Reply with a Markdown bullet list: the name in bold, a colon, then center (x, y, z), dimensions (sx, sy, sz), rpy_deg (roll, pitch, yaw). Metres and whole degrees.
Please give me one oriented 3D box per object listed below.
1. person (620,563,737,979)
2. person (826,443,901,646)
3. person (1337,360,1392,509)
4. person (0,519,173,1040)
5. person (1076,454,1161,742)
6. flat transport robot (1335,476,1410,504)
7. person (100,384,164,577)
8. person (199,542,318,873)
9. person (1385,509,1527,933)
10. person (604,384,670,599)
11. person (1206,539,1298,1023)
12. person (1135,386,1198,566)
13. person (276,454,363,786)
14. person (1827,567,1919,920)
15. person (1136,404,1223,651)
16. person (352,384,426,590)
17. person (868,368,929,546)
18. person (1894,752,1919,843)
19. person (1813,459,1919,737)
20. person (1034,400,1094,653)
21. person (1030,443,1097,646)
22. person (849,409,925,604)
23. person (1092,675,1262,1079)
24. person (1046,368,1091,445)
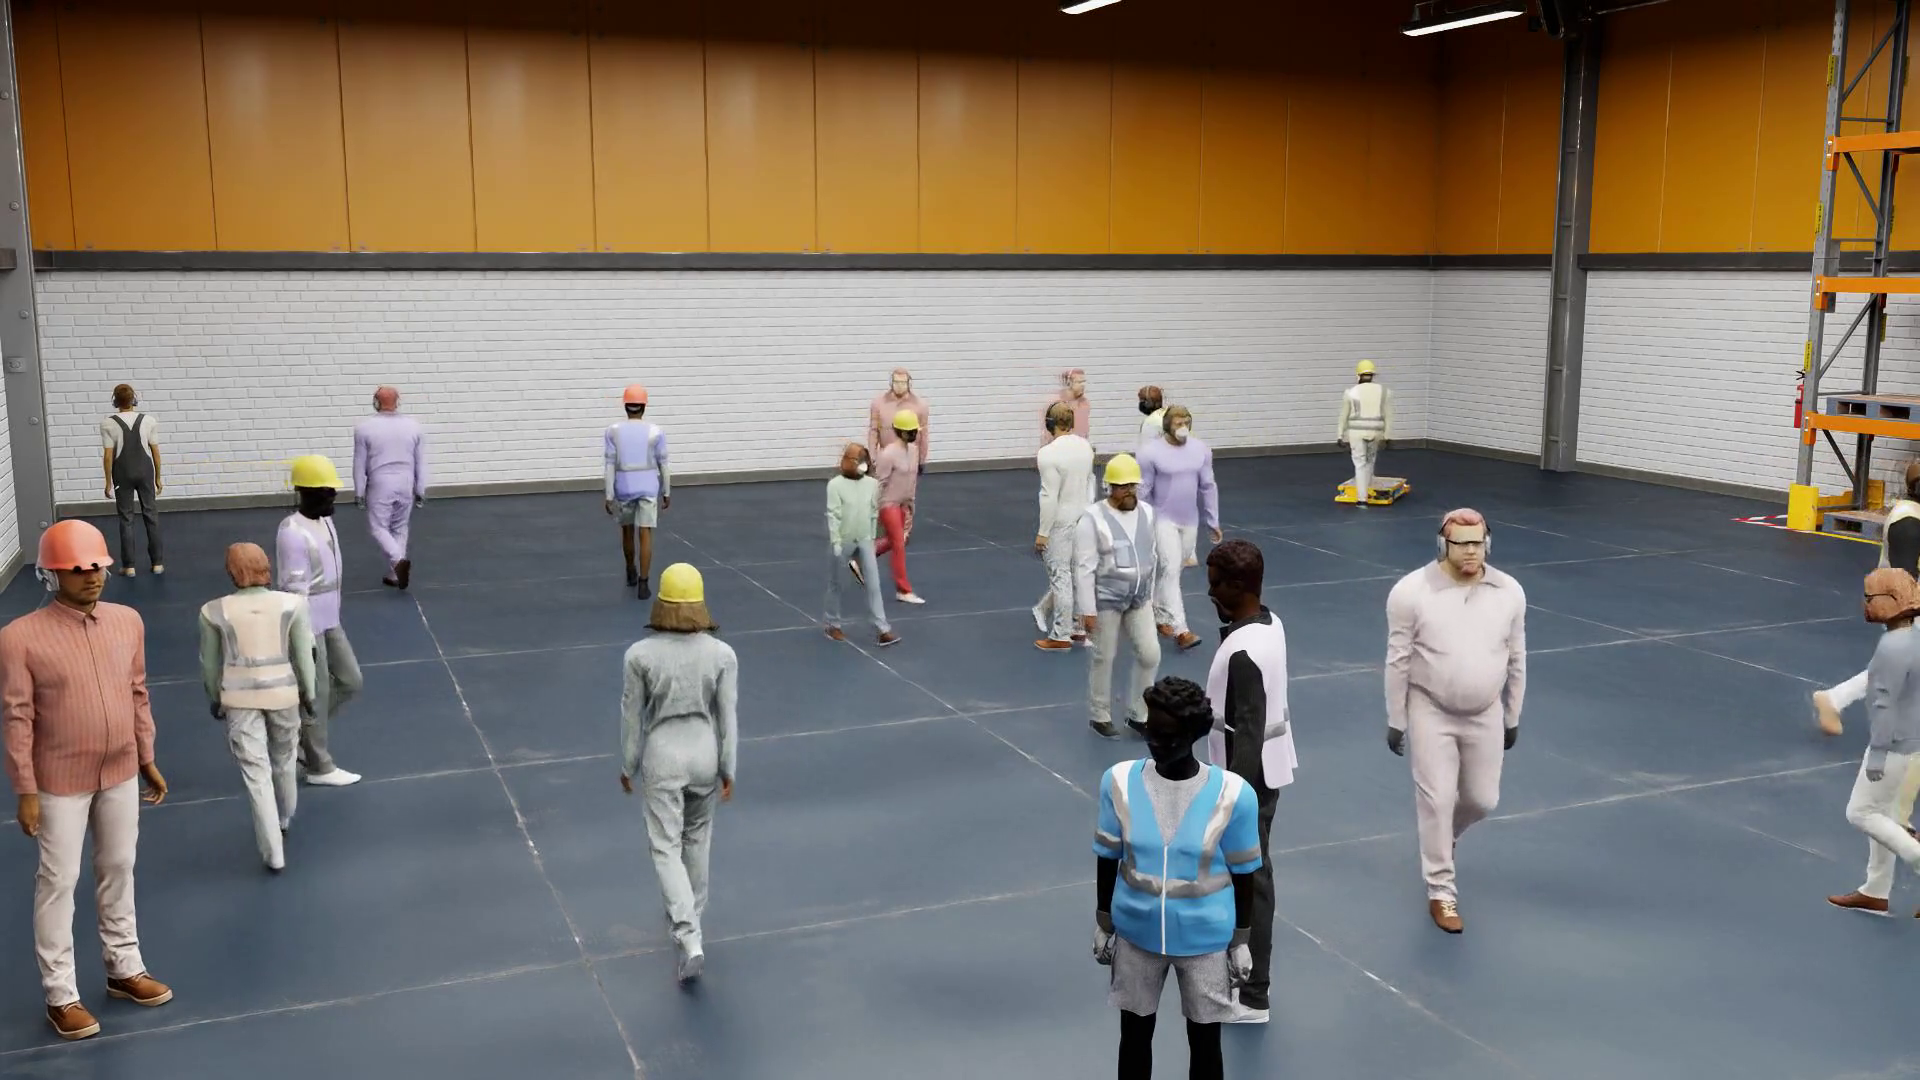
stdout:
- **person**: center (-1.165, 0.954, 7.047), dimensions (0.487, 1.713, 0.819), rpy_deg (-4, 10, -23)
- **person**: center (-0.796, 0.050, 12.902), dimensions (0.513, 1.590, 0.858), rpy_deg (-6, 11, -34)
- **person**: center (4.941, -1.313, 20.490), dimensions (0.627, 1.804, 0.757), rpy_deg (-1, 9, -5)
- **person**: center (-3.397, 0.907, 6.483), dimensions (0.379, 1.996, 0.609), rpy_deg (5, 11, 28)
- **person**: center (1.025, 0.376, 10.248), dimensions (0.616, 1.809, 0.618), rpy_deg (-5, 11, -28)
- **flat transport robot**: center (5.242, -0.643, 21.090), dimensions (0.652, 0.197, 1.431), rpy_deg (4, 10, 25)
- **person**: center (-7.903, -0.567, 15.892), dimensions (0.504, 1.839, 0.344), rpy_deg (-7, 12, -35)
- **person**: center (-3.518, 0.798, 8.323), dimensions (0.516, 1.592, 0.839), rpy_deg (-6, 11, -32)
- **person**: center (2.249, 0.776, 7.612), dimensions (0.650, 1.887, 0.709), rpy_deg (0, 9, -2)
- **person**: center (-2.912, -0.461, 15.072), dimensions (0.567, 1.890, 0.958), rpy_deg (-1, 9, -5)
- **person**: center (1.120, 0.942, 6.521), dimensions (0.391, 1.913, 0.587), rpy_deg (2, 10, 15)
- **person**: center (1.965, -0.623, 16.379), dimensions (0.879, 1.798, 0.637), rpy_deg (3, 10, 19)
- **person**: center (-3.629, 0.463, 9.411), dimensions (0.414, 1.913, 0.616), rpy_deg (0, 9, -2)
- **person**: center (4.232, 0.931, 7.466), dimensions (0.435, 1.613, 0.511), rpy_deg (7, 12, 36)
- **person**: center (1.725, -0.100, 12.898), dimensions (0.639, 1.890, 1.003), rpy_deg (-4, 10, -24)
- **person**: center (-5.177, -0.471, 15.156), dimensions (0.654, 1.888, 0.731), rpy_deg (-8, 12, -41)
- **person**: center (-0.646, -0.907, 17.787), dimensions (0.646, 1.888, 0.646), rpy_deg (1, 9, 9)
- **person**: center (5.059, 0.799, 8.311), dimensions (0.728, 1.605, 0.519), rpy_deg (7, 11, 35)
- **person**: center (5.691, 0.394, 10.106), dimensions (0.705, 1.827, 0.624), rpy_deg (7, 12, 38)
- **person**: center (0.786, -0.102, 12.775), dimensions (0.378, 1.937, 0.629), rpy_deg (7, 12, 37)
- **person**: center (0.804, 0.008, 13.094), dimensions (0.633, 1.612, 0.527), rpy_deg (7, 12, 37)
- **person**: center (-0.664, -0.318, 14.715), dimensions (0.794, 1.727, 0.544), rpy_deg (5, 11, 28)
- **person**: center (0.675, 1.252, 5.280), dimensions (0.540, 1.698, 0.317), rpy_deg (3, 10, 20)
- **person**: center (1.113, -0.919, 17.905), dimensions (0.639, 1.893, 0.602), rpy_deg (-9, 13, -44)
